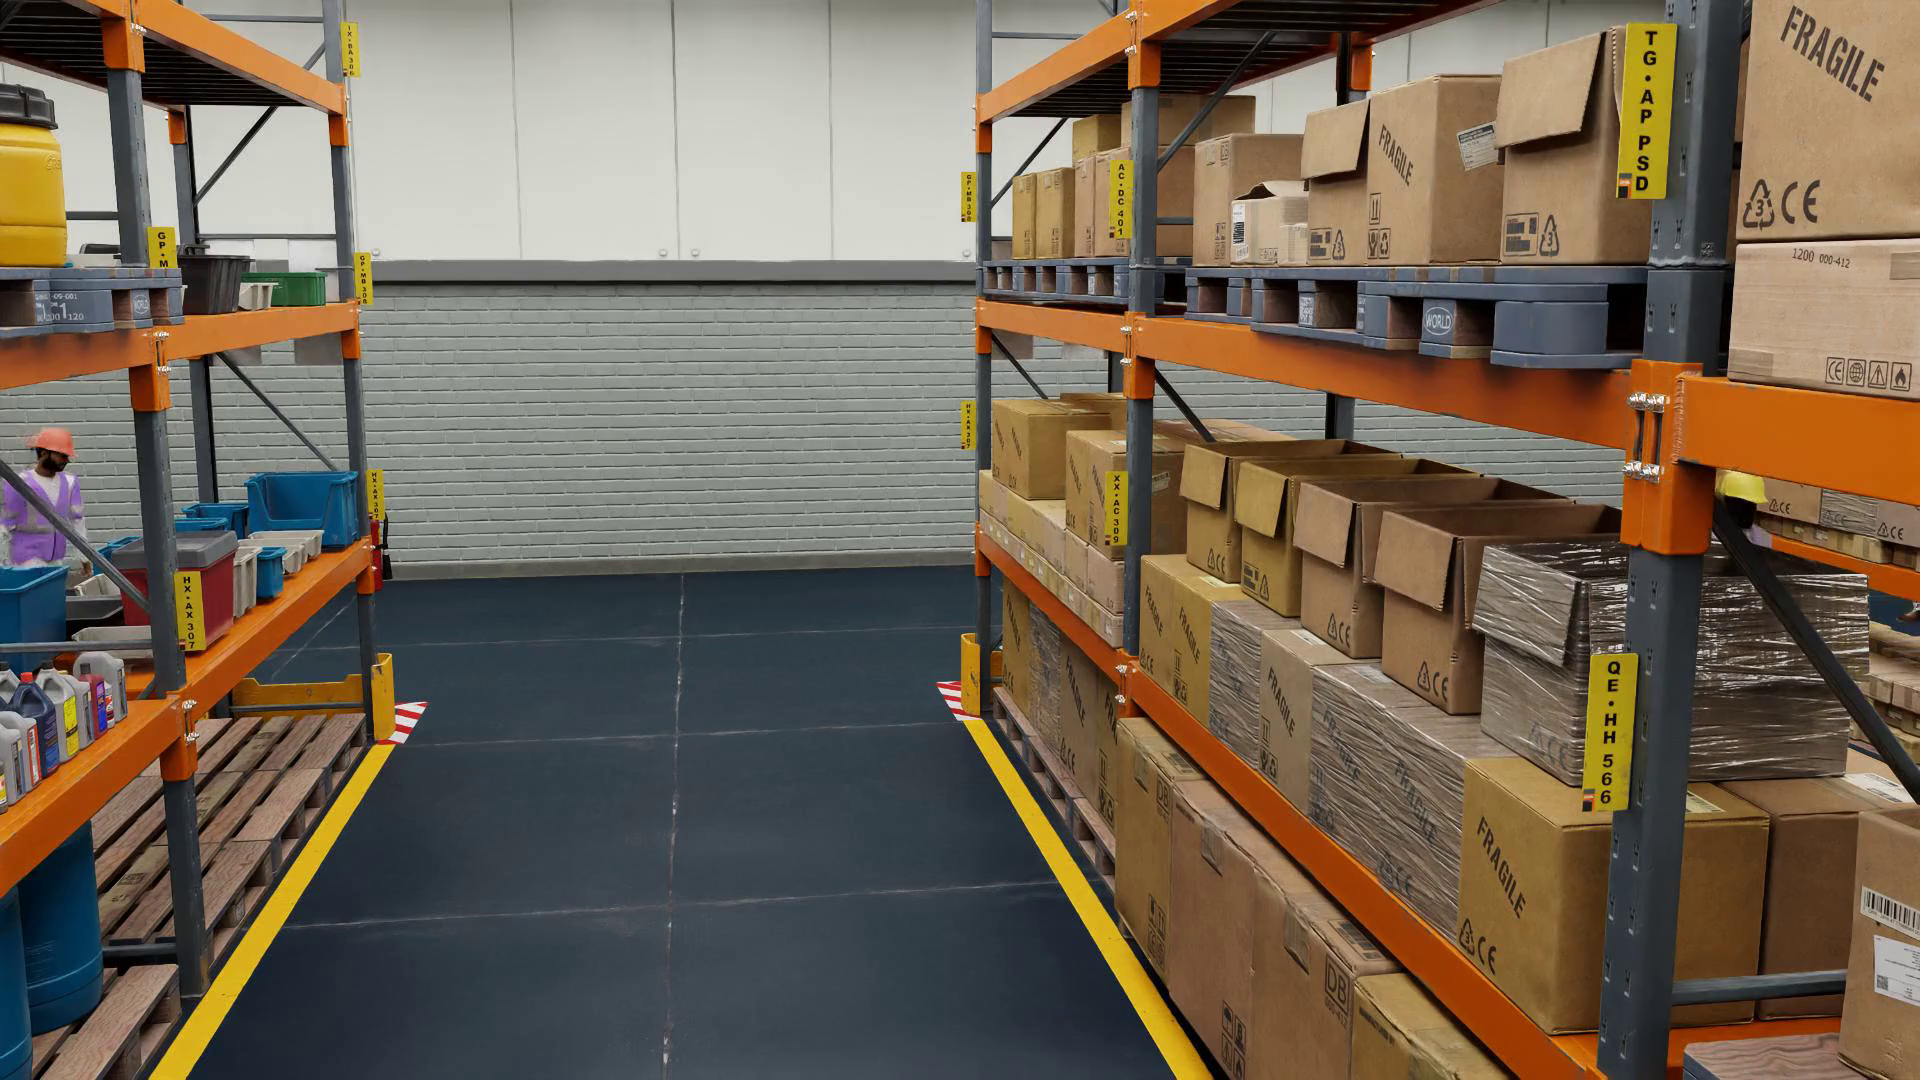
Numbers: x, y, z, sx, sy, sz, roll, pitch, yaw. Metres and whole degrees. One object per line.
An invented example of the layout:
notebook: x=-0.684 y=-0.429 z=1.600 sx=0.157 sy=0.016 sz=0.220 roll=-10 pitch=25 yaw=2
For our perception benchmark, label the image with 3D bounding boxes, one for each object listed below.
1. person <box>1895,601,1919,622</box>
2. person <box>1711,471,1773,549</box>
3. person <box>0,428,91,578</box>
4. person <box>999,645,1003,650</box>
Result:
person: x=8.303 y=-0.189 z=14.253 sx=0.408 sy=1.849 sz=0.540 roll=-2 pitch=9 yaw=-9
person: x=4.485 y=0.497 z=9.878 sx=0.597 sy=1.900 sz=0.806 roll=-1 pitch=9 yaw=-9
person: x=-6.720 y=0.115 z=12.248 sx=0.886 sy=1.881 sz=0.562 roll=4 pitch=10 yaw=23
person: x=0.496 y=0.109 z=13.068 sx=0.307 sy=1.637 sz=0.525 roll=-3 pitch=10 yaw=-15
